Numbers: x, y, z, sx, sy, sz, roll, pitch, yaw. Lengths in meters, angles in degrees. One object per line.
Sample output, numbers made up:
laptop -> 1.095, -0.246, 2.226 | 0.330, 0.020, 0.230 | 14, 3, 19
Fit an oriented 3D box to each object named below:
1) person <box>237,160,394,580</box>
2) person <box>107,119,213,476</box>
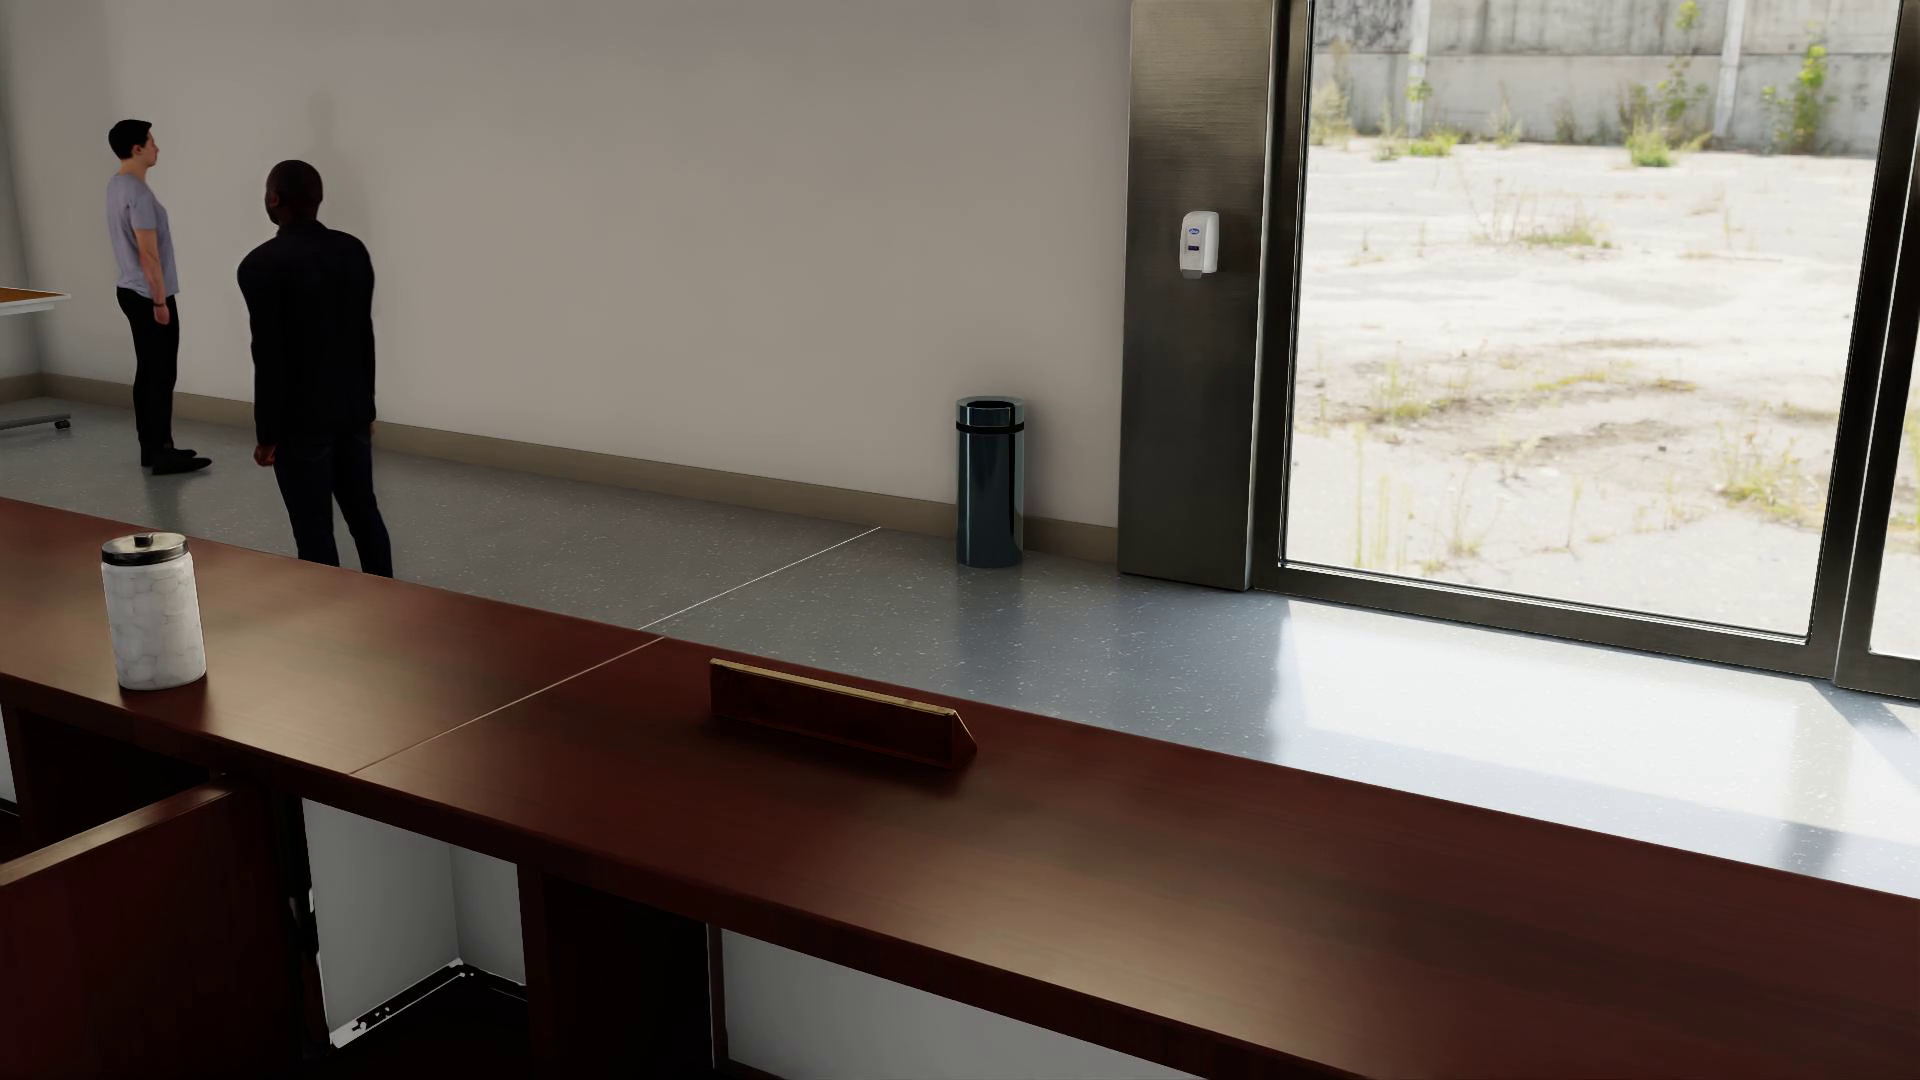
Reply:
person -> -2.264, -0.424, 5.902 | 0.755, 1.818, 0.535 | 8, 18, 26
person -> -4.366, -1.298, 8.917 | 0.687, 1.863, 0.722 | -12, 20, -36
